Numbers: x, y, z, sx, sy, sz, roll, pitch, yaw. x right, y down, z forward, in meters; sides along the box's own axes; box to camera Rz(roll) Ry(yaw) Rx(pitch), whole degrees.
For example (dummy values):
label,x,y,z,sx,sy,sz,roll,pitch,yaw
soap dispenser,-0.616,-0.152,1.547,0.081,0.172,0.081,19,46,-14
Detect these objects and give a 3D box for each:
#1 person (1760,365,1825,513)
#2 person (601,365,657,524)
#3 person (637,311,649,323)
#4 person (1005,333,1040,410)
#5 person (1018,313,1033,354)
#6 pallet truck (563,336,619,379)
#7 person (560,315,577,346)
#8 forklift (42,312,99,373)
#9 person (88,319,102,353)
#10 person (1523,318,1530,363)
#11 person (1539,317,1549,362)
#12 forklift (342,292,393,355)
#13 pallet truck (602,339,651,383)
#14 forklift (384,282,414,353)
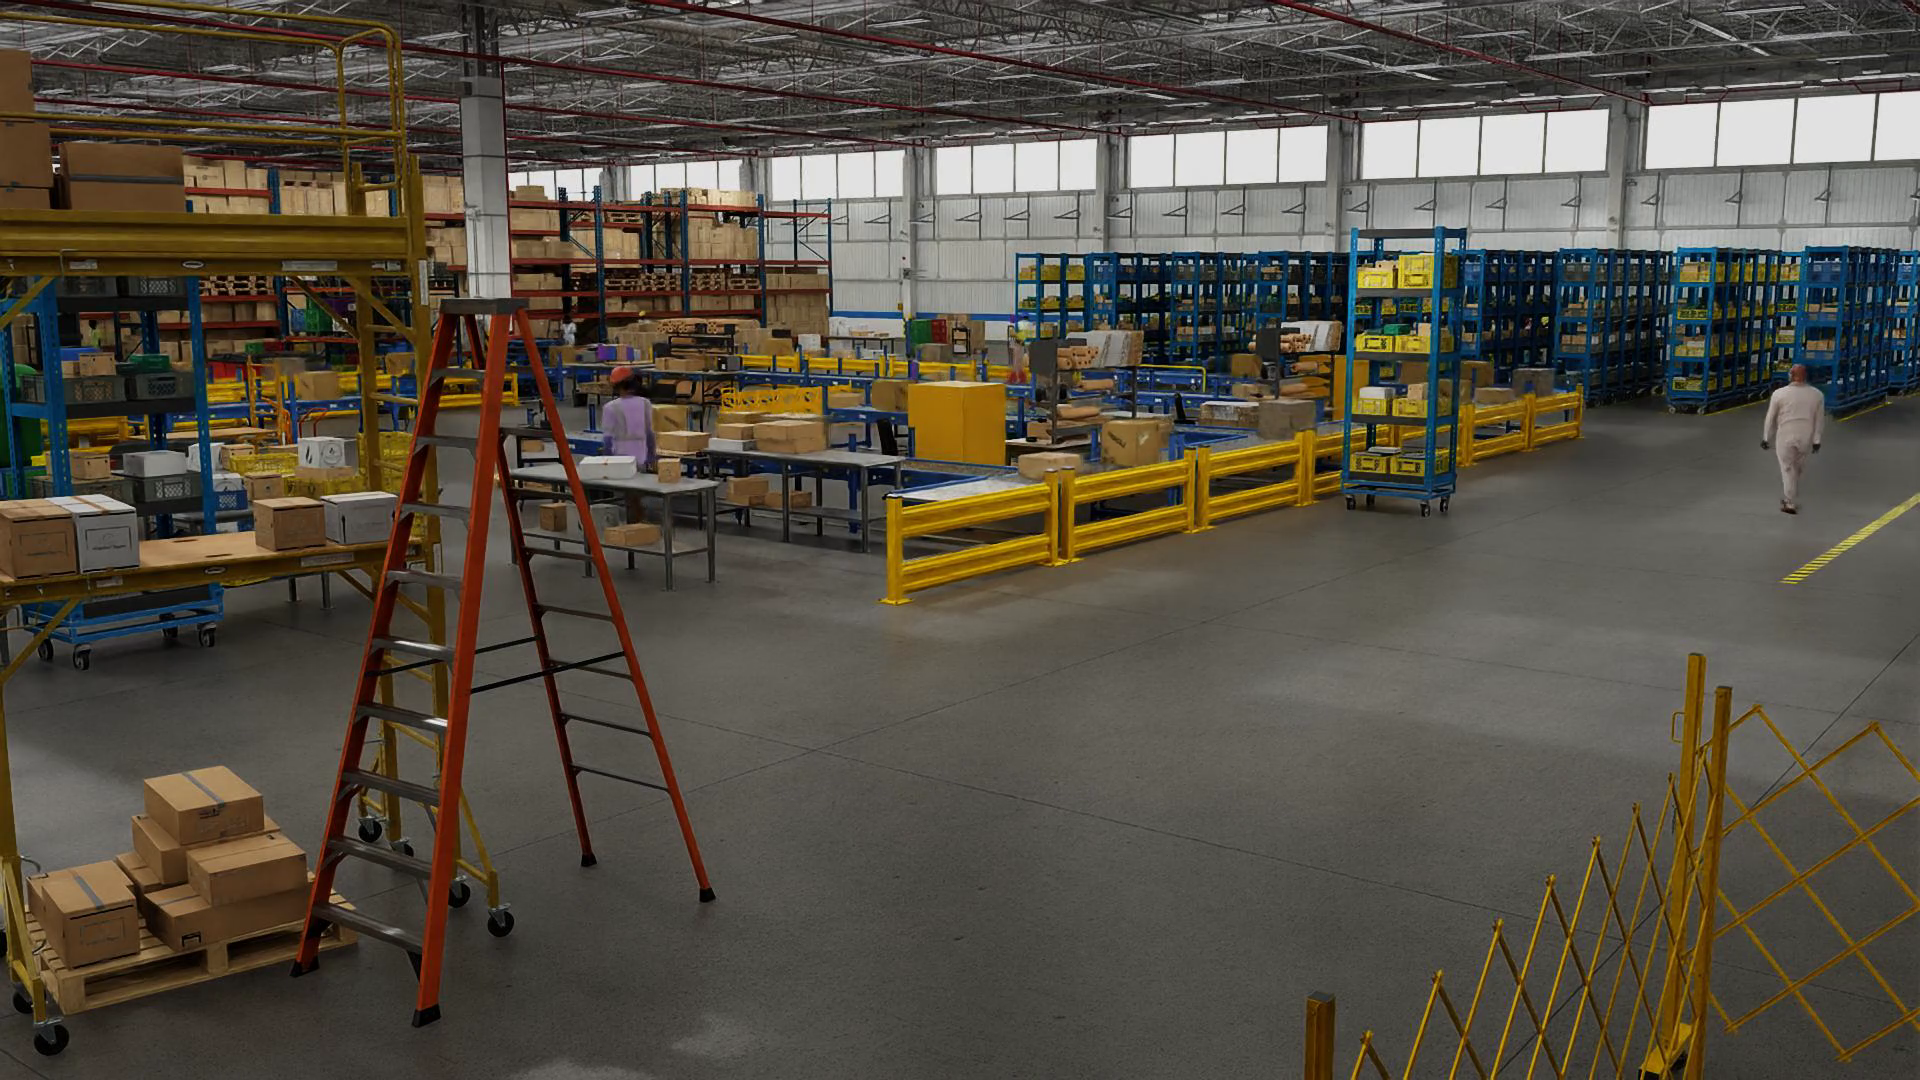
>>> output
label,x,y,z,sx,sy,sz,roll,pitch,yaw
person,10.613,-1.304,21.292,0.657,1.869,0.897,1,9,4
person,-3.688,-0.904,18.299,0.591,2.025,0.619,8,12,43
person,-11.202,-7.246,58.882,0.536,1.722,0.917,6,11,35
person,1.314,-3.761,37.118,0.931,1.721,0.538,5,10,26
person,1.951,-6.007,50.505,0.601,1.923,0.876,2,9,12
pallet truck,-10.690,-5.294,48.215,1.601,1.201,0.680,-5,10,-26
person,-13.094,-6.667,55.463,0.544,1.642,0.872,2,9,12
forklift,-23.779,-5.451,44.052,1.873,2.768,1.129,7,11,36
person,-26.021,-5.832,50.137,0.547,1.685,0.448,7,12,39
person,15.841,-5.343,46.596,0.389,1.846,0.567,-1,9,-8
person,16.446,-5.373,46.818,0.404,1.835,0.586,6,11,34
forklift,-16.485,-5.622,45.120,1.129,2.768,1.873,7,11,37
pallet truck,-8.991,-4.871,45.351,0.653,1.274,1.630,7,11,37
forklift,-16.749,-6.126,48.264,1.129,2.768,1.873,7,11,37
